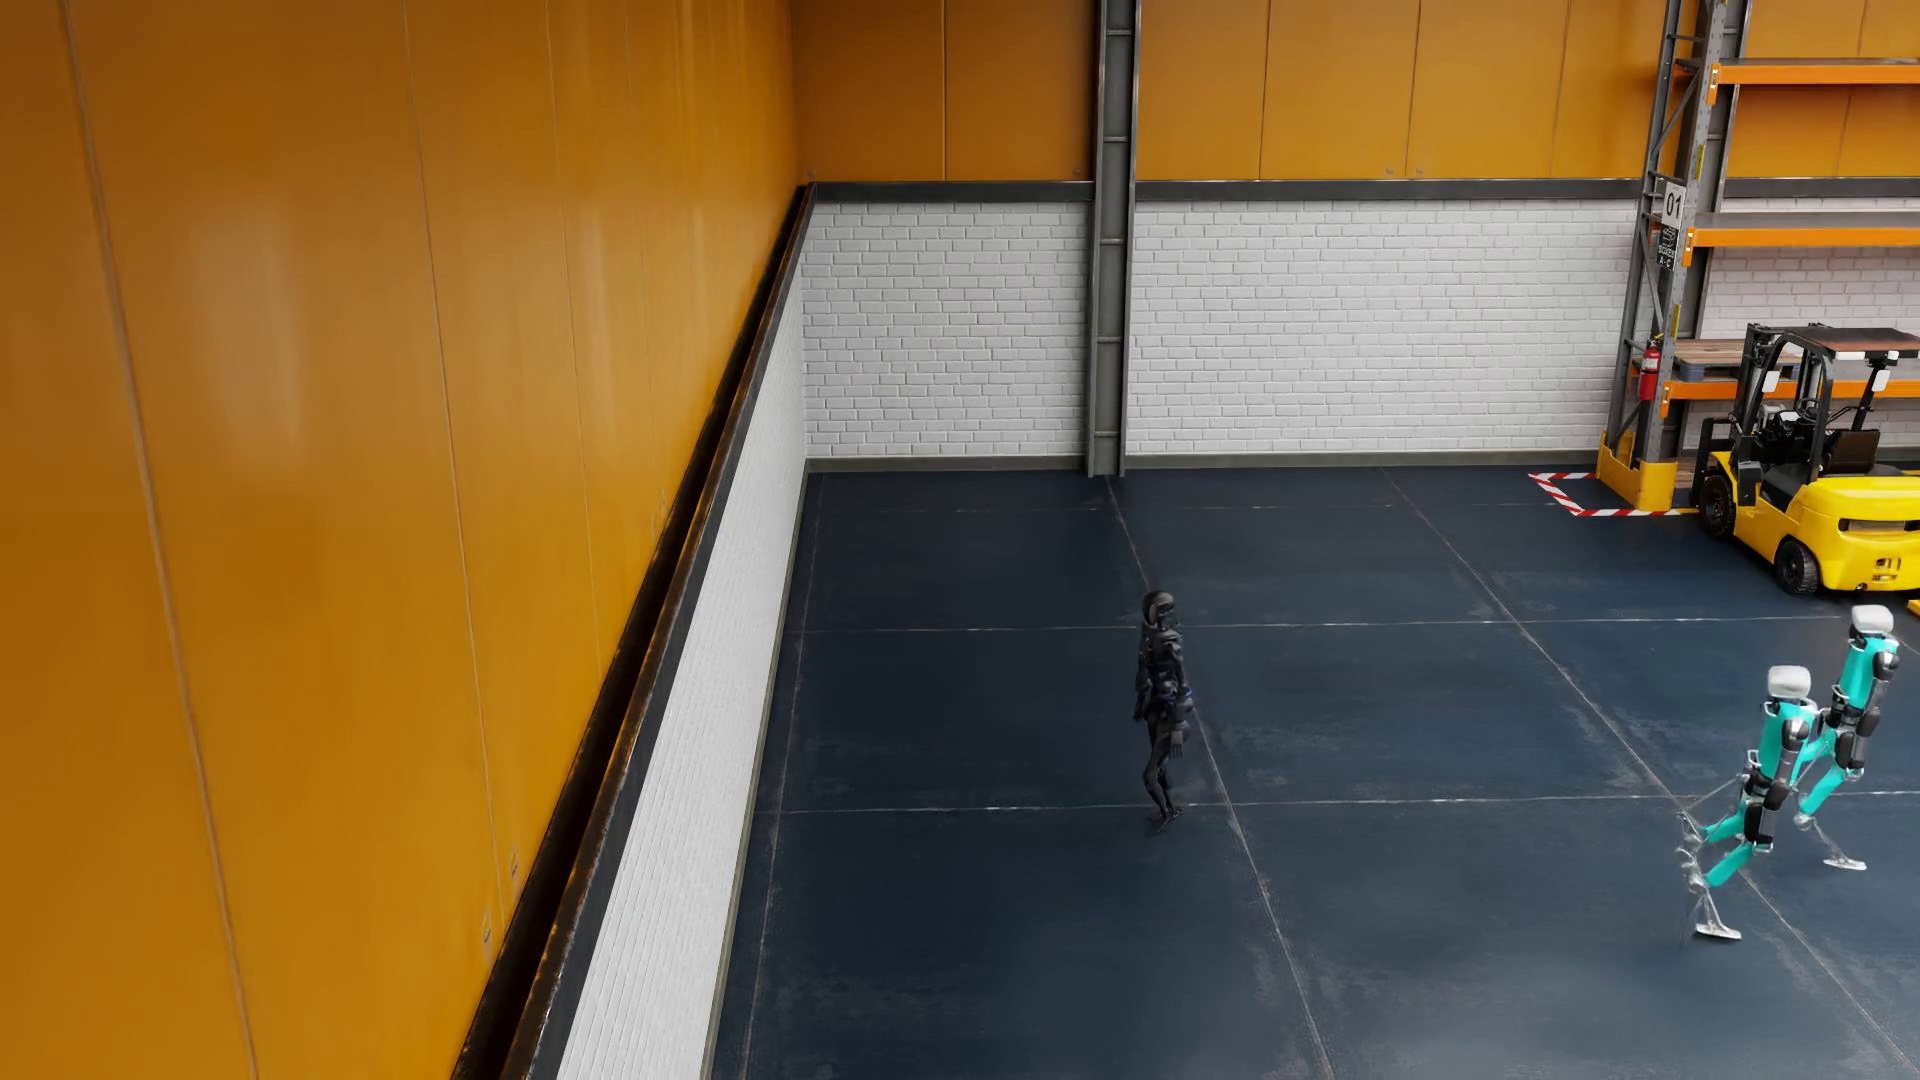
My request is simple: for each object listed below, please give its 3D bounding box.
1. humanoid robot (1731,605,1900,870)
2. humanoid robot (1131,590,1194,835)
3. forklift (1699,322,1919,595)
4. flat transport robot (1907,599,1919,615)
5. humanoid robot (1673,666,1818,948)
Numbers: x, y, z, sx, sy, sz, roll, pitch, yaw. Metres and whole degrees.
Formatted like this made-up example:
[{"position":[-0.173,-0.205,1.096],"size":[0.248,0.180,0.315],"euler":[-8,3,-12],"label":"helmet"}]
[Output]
[{"position":[5.147,1.226,10.187],"size":[1.016,1.783,0.532],"euler":[3,21,9],"label":"humanoid robot"},{"position":[1.306,1.085,10.574],"size":[0.401,1.645,0.611],"euler":[-8,22,-20],"label":"humanoid robot"},{"position":[7.809,-0.792,14.926],"size":[1.214,2.155,2.313],"euler":[-1,20,-2],"label":"forklift"},{"position":[8.831,0.586,13.963],"size":[1.431,0.231,0.659],"euler":[-3,20,-7],"label":"flat transport robot"},{"position":[4.299,1.568,9.350],"size":[0.706,1.909,0.545],"euler":[7,21,19],"label":"humanoid robot"}]
